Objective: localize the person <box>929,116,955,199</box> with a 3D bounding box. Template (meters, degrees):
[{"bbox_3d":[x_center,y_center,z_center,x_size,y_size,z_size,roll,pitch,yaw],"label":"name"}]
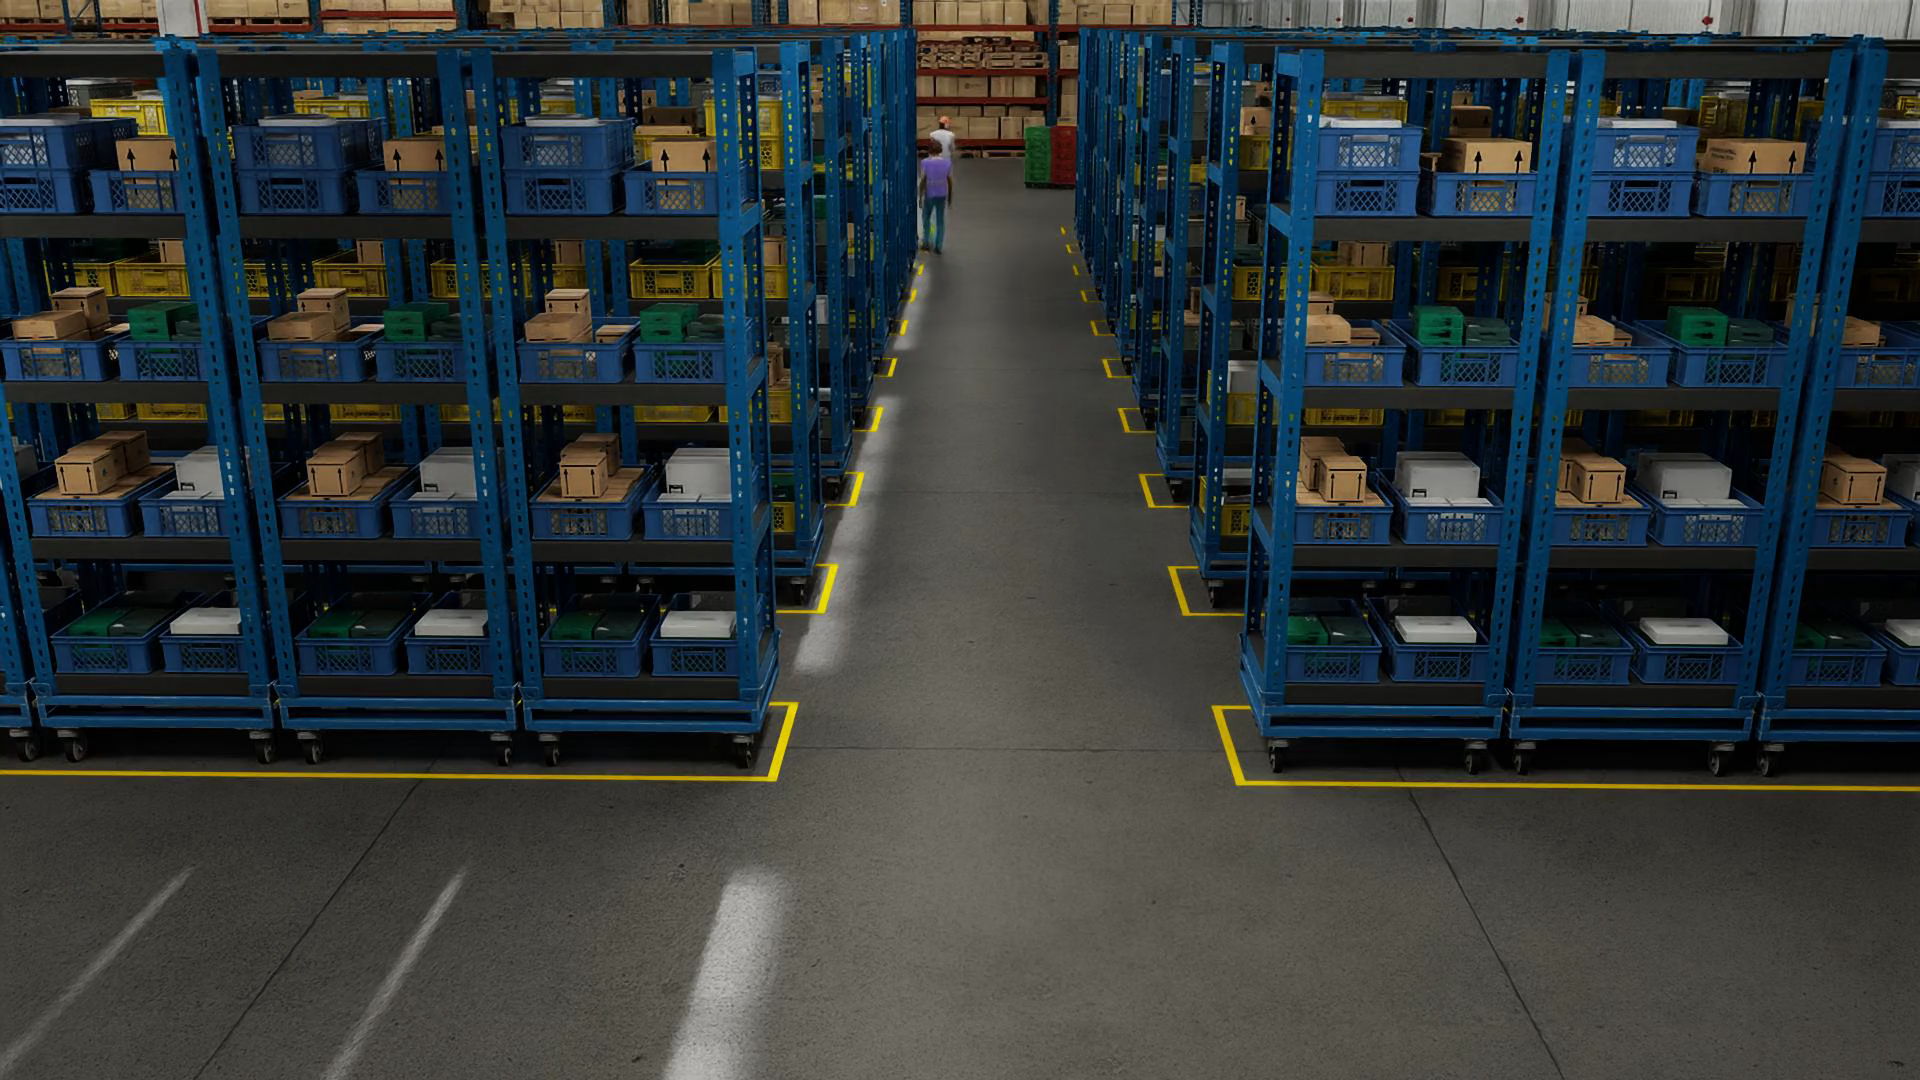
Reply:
[{"bbox_3d":[-0.402,-8.184,35.608,0.585,1.730,0.433,-1,17,-4],"label":"person"}]

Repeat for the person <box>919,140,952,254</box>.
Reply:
[{"bbox_3d":[-0.436,-5.665,27.428,0.610,1.817,0.753,-6,18,-17],"label":"person"}]
